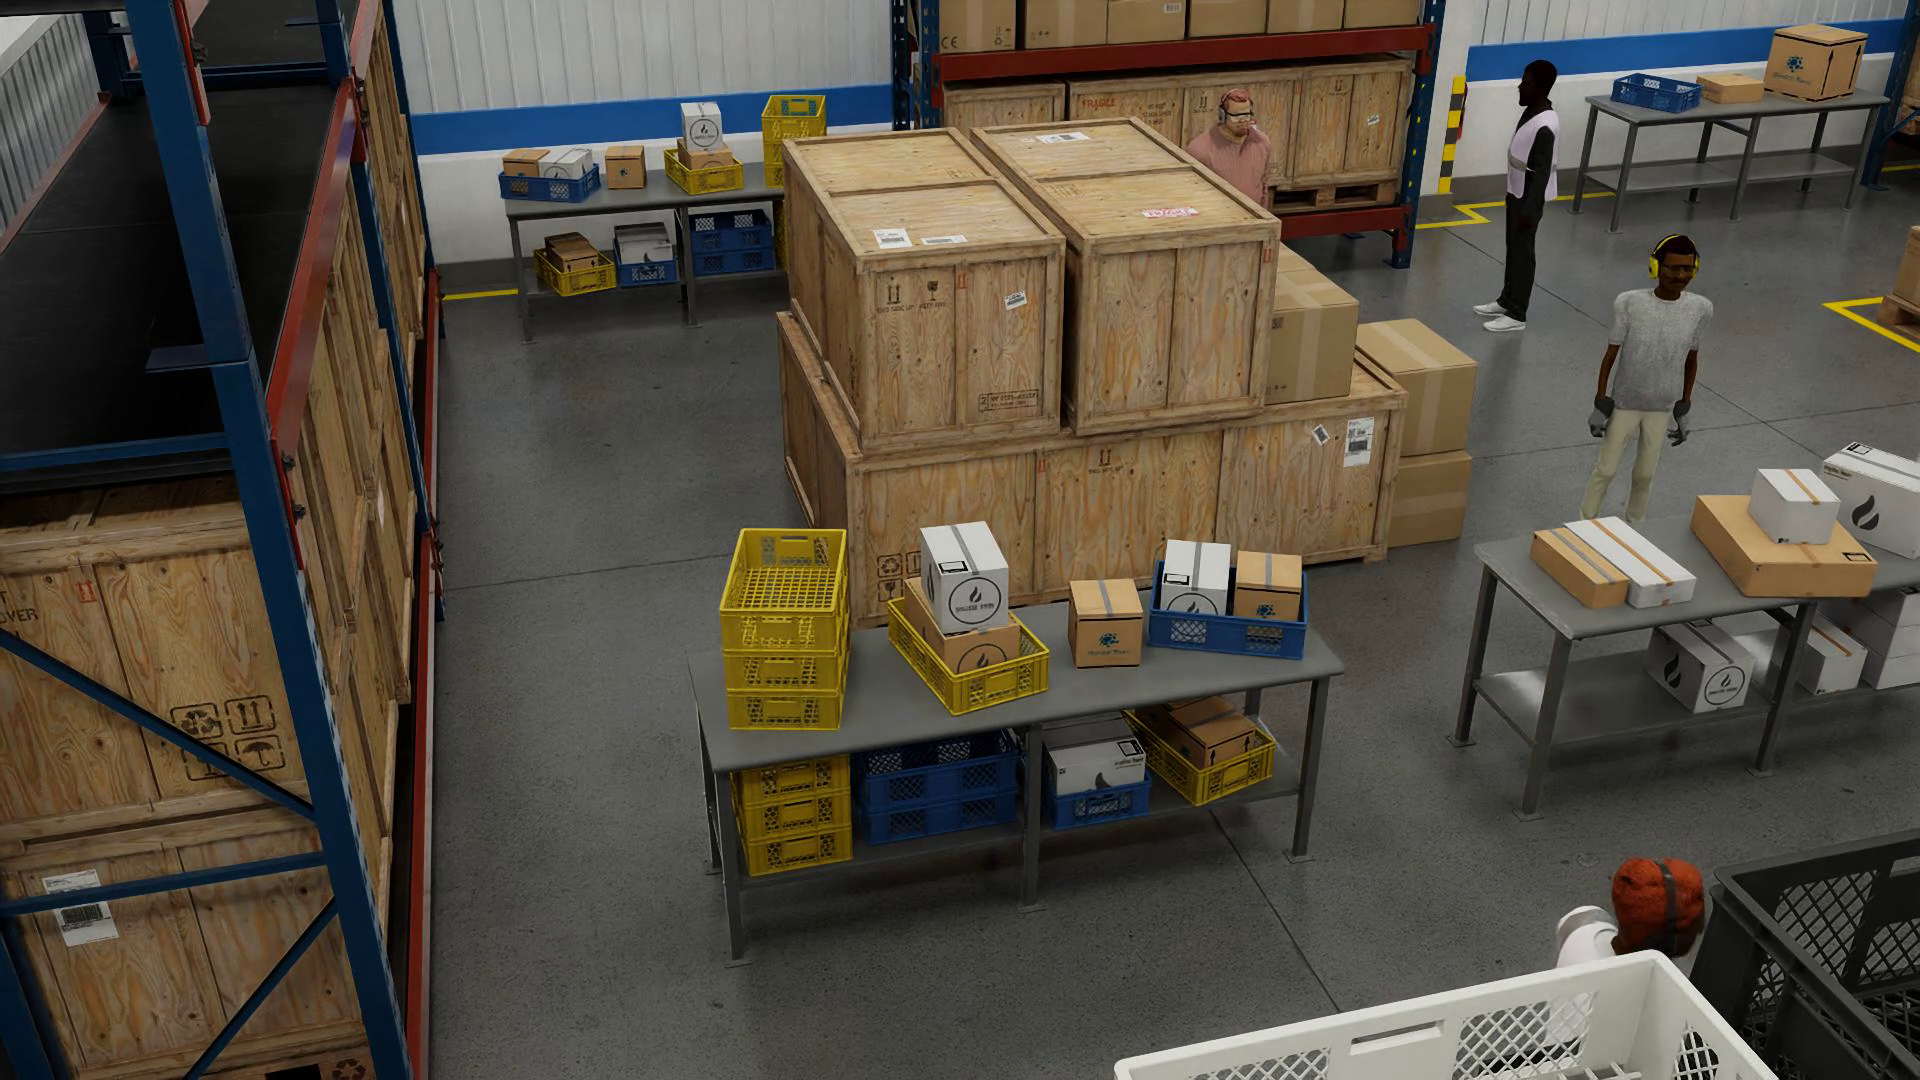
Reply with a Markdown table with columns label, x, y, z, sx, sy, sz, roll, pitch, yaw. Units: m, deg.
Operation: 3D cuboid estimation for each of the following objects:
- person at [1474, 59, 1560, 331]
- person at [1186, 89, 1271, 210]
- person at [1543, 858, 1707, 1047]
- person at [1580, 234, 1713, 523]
| label | x | y | z | sx | sy | sz | roll | pitch | yaw |
| --- | --- | --- | --- | --- | --- | --- | --- | --- | --- |
| person | 4.019 | -2.435 | 11.814 | 0.393 | 1.918 | 0.587 | 3 | 29 | 6 |
| person | 1.793 | -2.065 | 11.153 | 0.654 | 1.906 | 0.406 | -11 | 31 | -20 |
| person | 1.704 | 1.623 | 4.484 | 0.345 | 1.882 | 0.579 | -1 | 29 | -1 |
| person | 3.568 | -0.690 | 8.690 | 0.513 | 1.877 | 0.328 | 3 | 29 | 5 |
